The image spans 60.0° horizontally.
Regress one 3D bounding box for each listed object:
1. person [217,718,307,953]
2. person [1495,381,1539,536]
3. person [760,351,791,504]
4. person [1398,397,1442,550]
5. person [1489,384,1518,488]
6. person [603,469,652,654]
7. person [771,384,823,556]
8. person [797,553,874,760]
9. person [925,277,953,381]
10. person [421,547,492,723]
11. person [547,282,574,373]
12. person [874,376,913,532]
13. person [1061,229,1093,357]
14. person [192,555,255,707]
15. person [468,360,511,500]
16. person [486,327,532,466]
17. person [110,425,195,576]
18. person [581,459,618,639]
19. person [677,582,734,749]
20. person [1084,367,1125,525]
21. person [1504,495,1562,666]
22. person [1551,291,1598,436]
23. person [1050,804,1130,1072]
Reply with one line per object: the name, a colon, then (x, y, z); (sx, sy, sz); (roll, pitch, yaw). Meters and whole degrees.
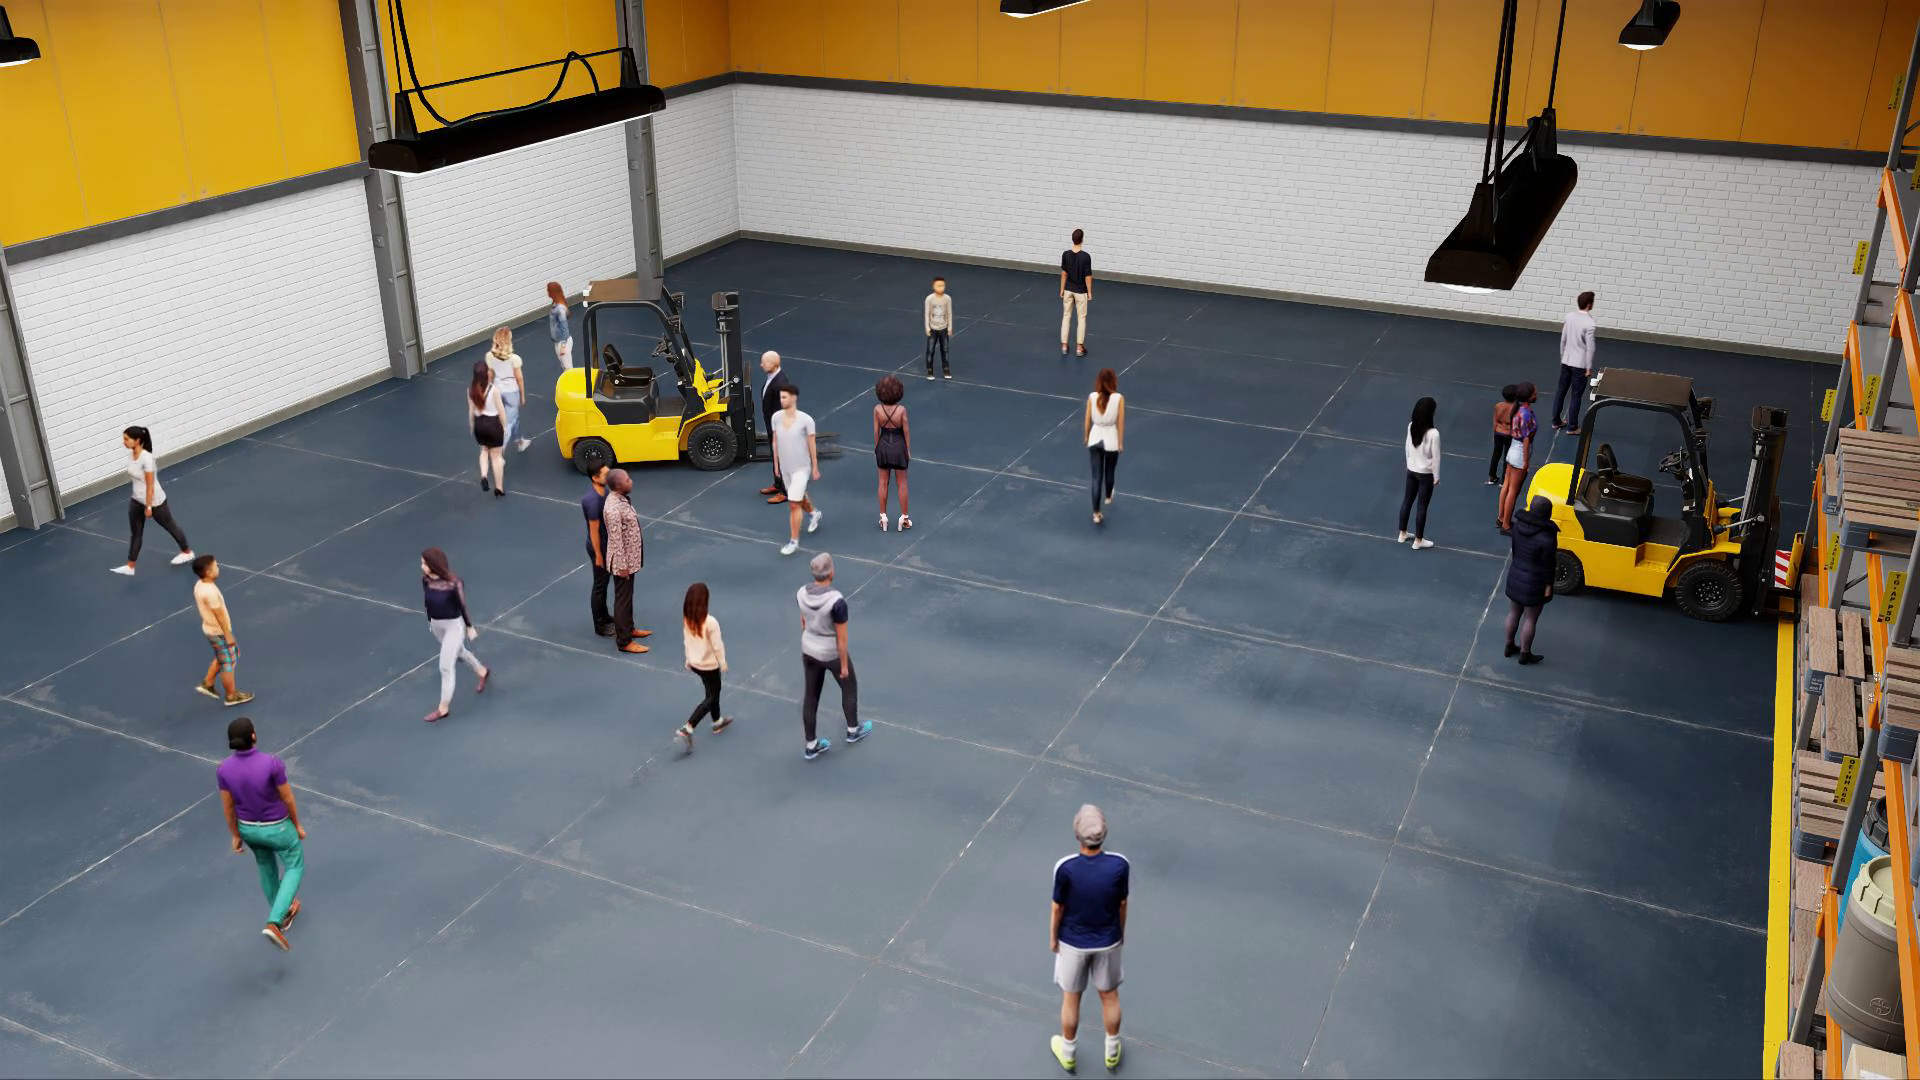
person: (-4.829, 2.059, 11.530); (0.894, 1.756, 1.064); (-1, 24, -2)
person: (6.158, -0.913, 18.346); (0.720, 1.743, 0.580); (1, 24, 3)
person: (-2.115, -1.330, 19.231); (0.818, 1.796, 0.759); (-8, 25, -18)
person: (4.981, -0.741, 18.004); (0.736, 1.701, 0.711); (-14, 27, -29)
person: (6.466, -1.245, 19.715); (0.596, 1.255, 0.589); (-19, 30, -37)
person: (-3.202, 0.171, 15.785); (0.841, 1.808, 0.714); (-2, 24, -4)
person: (-1.745, -0.818, 18.047); (0.697, 1.808, 1.200); (10, 26, 22)
person: (-1.191, 1.014, 13.864); (0.821, 1.800, 0.969); (15, 28, 31)
person: (-0.312, -2.995, 23.462); (0.618, 1.460, 0.657); (-5, 24, -11)
person: (-4.462, 0.768, 14.714); (0.722, 1.572, 1.118); (13, 27, 27)
person: (-5.332, -2.653, 22.380); (0.729, 1.700, 0.680); (-10, 25, -21)
person: (-0.750, -0.952, 18.376); (0.617, 1.790, 0.619); (3, 24, 8)
person: (1.709, -3.646, 24.463); (0.635, 1.851, 0.546); (11, 26, 24)
person: (-6.640, 0.826, 14.729); (0.761, 1.452, 0.671); (-18, 30, -36)
person: (-5.494, -1.244, 19.233); (0.699, 1.638, 0.757); (3, 24, 7)
person: (-5.537, -1.709, 20.248); (0.790, 1.677, 1.213); (5, 24, 11)
person: (-8.393, -0.424, 17.409); (0.749, 1.596, 1.128); (17, 29, 34)
person: (-3.472, 0.056, 16.070); (0.776, 1.790, 0.617); (0, 24, 0)
person: (-2.205, 1.078, 14.143); (0.740, 1.461, 0.968); (20, 31, 38)
person: (1.588, -1.021, 18.599); (0.788, 1.737, 1.165); (5, 24, 11)
person: (5.319, 0.358, 15.523); (0.846, 1.674, 0.802); (-12, 26, -25)
person: (7.912, -2.293, 21.367); (0.799, 1.851, 0.759); (-10, 26, -23)
person: (0.821, 2.502, 10.425); (0.739, 1.829, 0.753); (-2, 24, -5)
